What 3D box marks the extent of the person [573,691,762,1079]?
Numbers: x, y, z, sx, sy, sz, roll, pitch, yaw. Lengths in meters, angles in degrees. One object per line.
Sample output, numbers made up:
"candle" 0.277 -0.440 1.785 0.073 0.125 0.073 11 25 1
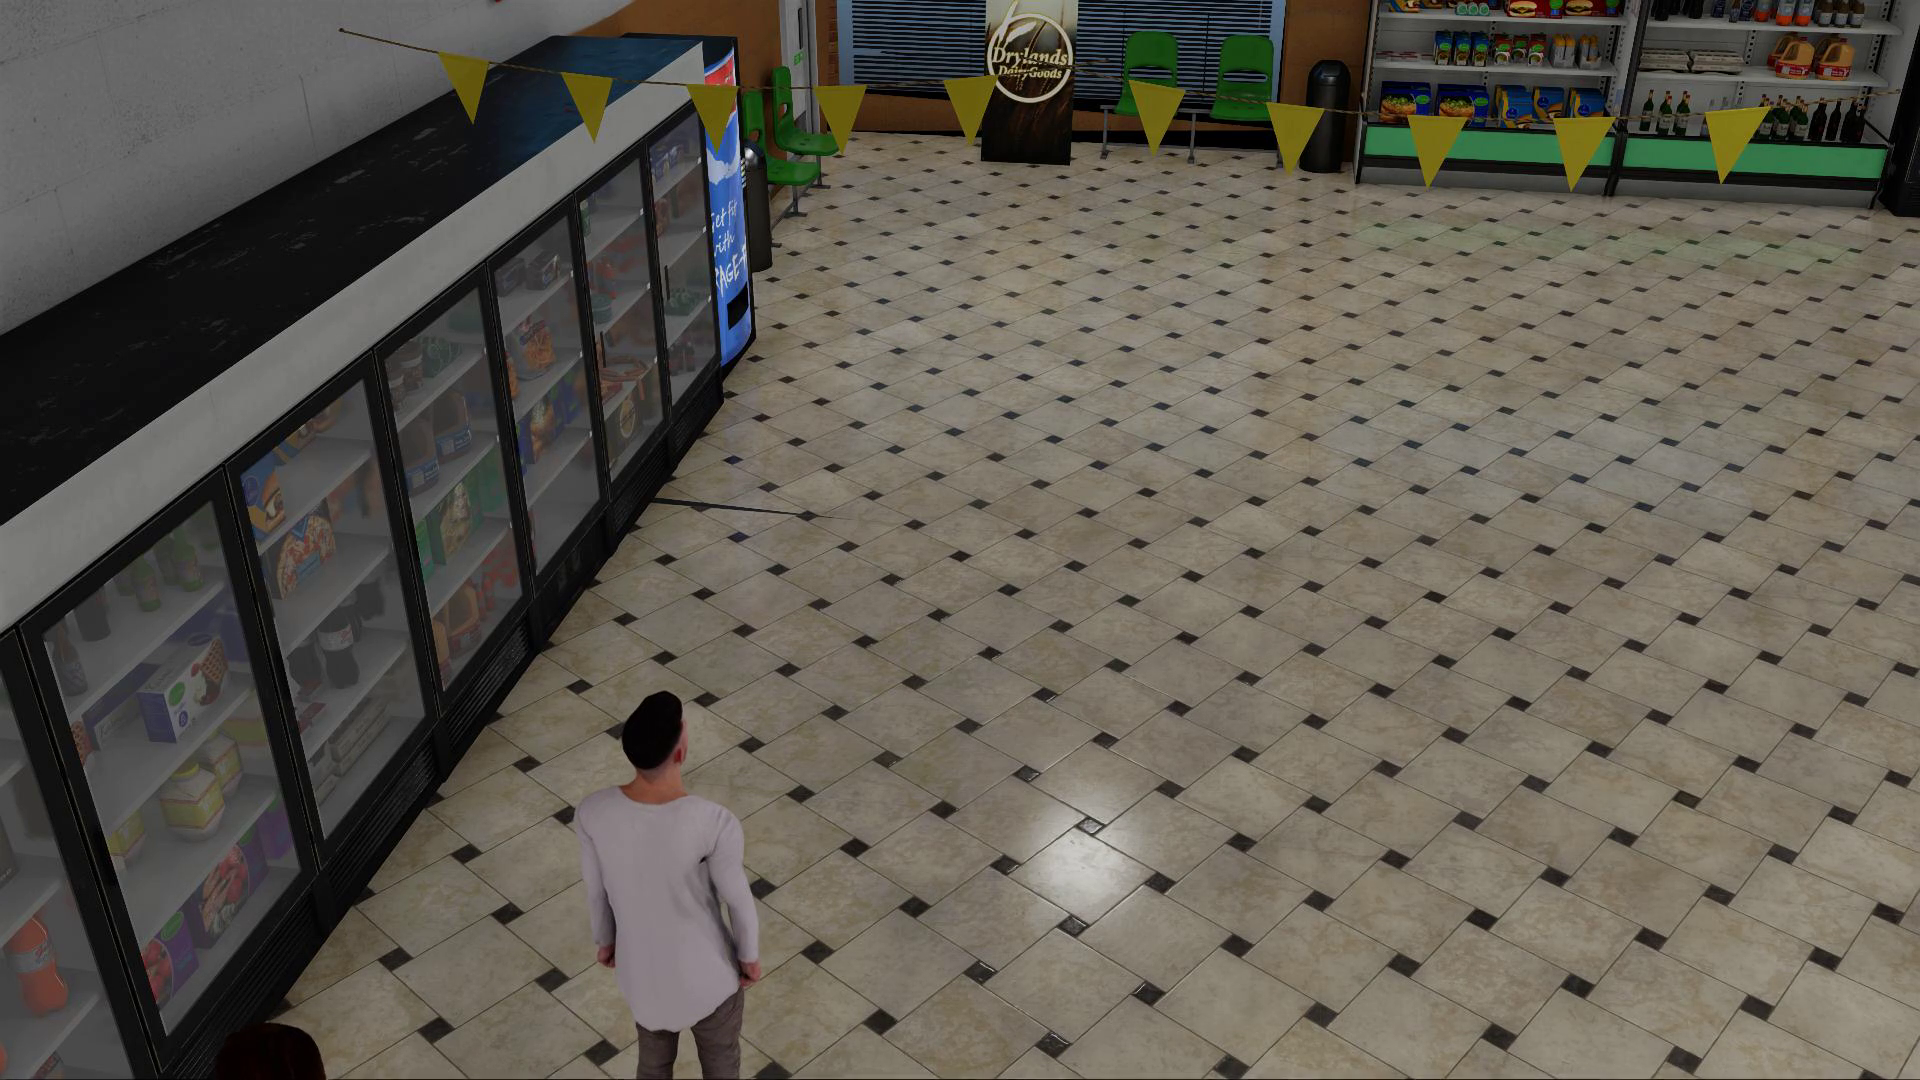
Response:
"person" -0.849 1.238 4.981 0.461 1.839 0.722 5 29 9
